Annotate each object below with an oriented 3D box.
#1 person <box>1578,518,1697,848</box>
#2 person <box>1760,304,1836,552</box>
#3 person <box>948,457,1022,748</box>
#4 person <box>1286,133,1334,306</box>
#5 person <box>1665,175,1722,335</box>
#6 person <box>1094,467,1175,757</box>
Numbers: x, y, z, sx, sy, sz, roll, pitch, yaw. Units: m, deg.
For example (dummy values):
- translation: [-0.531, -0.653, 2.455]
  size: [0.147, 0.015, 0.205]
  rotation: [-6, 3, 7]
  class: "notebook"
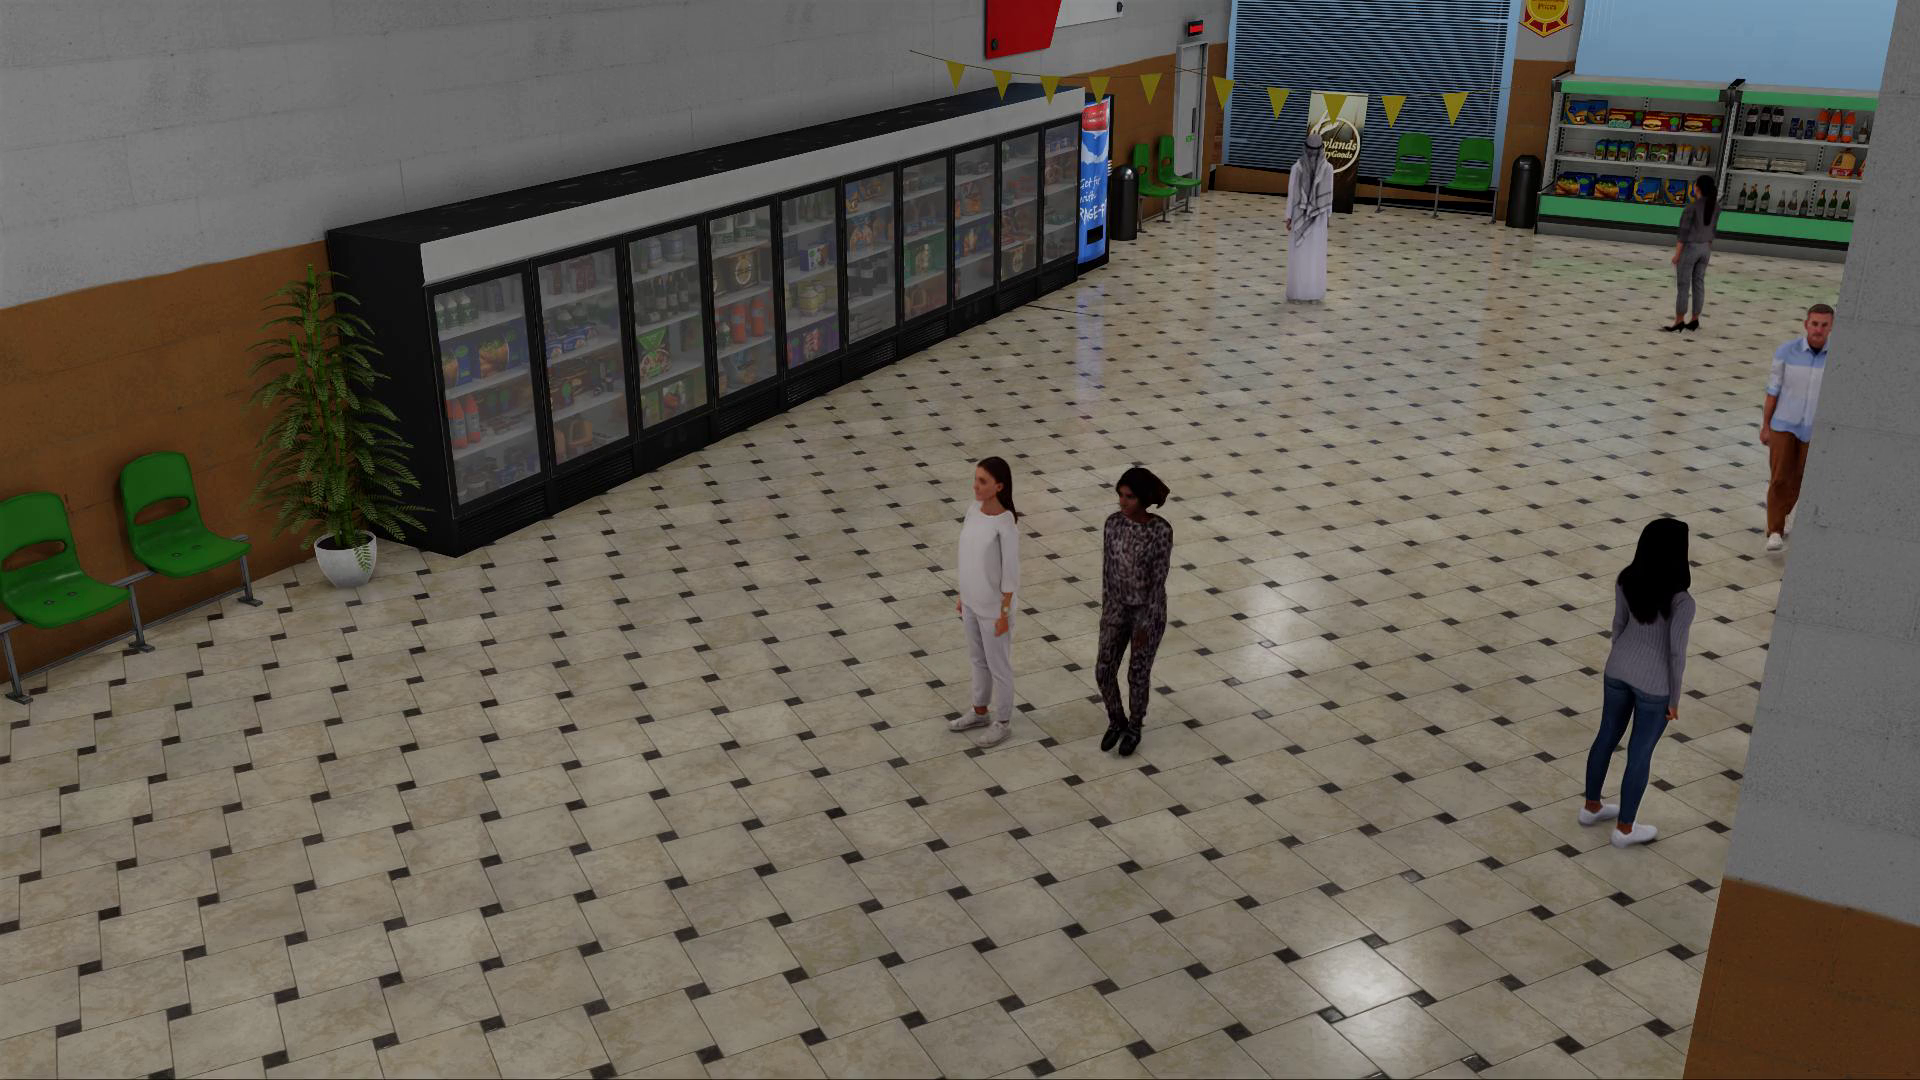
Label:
- translation: [3.393, 0.704, 8.338]
  size: [0.734, 1.735, 0.620]
  rotation: [-12, 25, -28]
  class: "person"
- translation: [6.105, -0.829, 12.094]
  size: [1.109, 1.779, 0.898]
  rotation: [7, 23, 17]
  class: "person"
- translation: [0.160, 0.333, 9.322]
  size: [0.734, 1.688, 0.606]
  rotation: [-16, 27, -34]
  class: "person"
- translation: [3.971, -3.648, 18.910]
  size: [0.744, 1.926, 0.855]
  rotation: [1, 22, 3]
  class: "person"
- translation: [7.836, -3.049, 17.753]
  size: [0.725, 1.677, 0.775]
  rotation: [-7, 23, -18]
  class: "person"
- translation: [1.007, 0.390, 9.163]
  size: [0.555, 1.701, 0.620]
  rotation: [13, 25, 29]
  class: "person"
